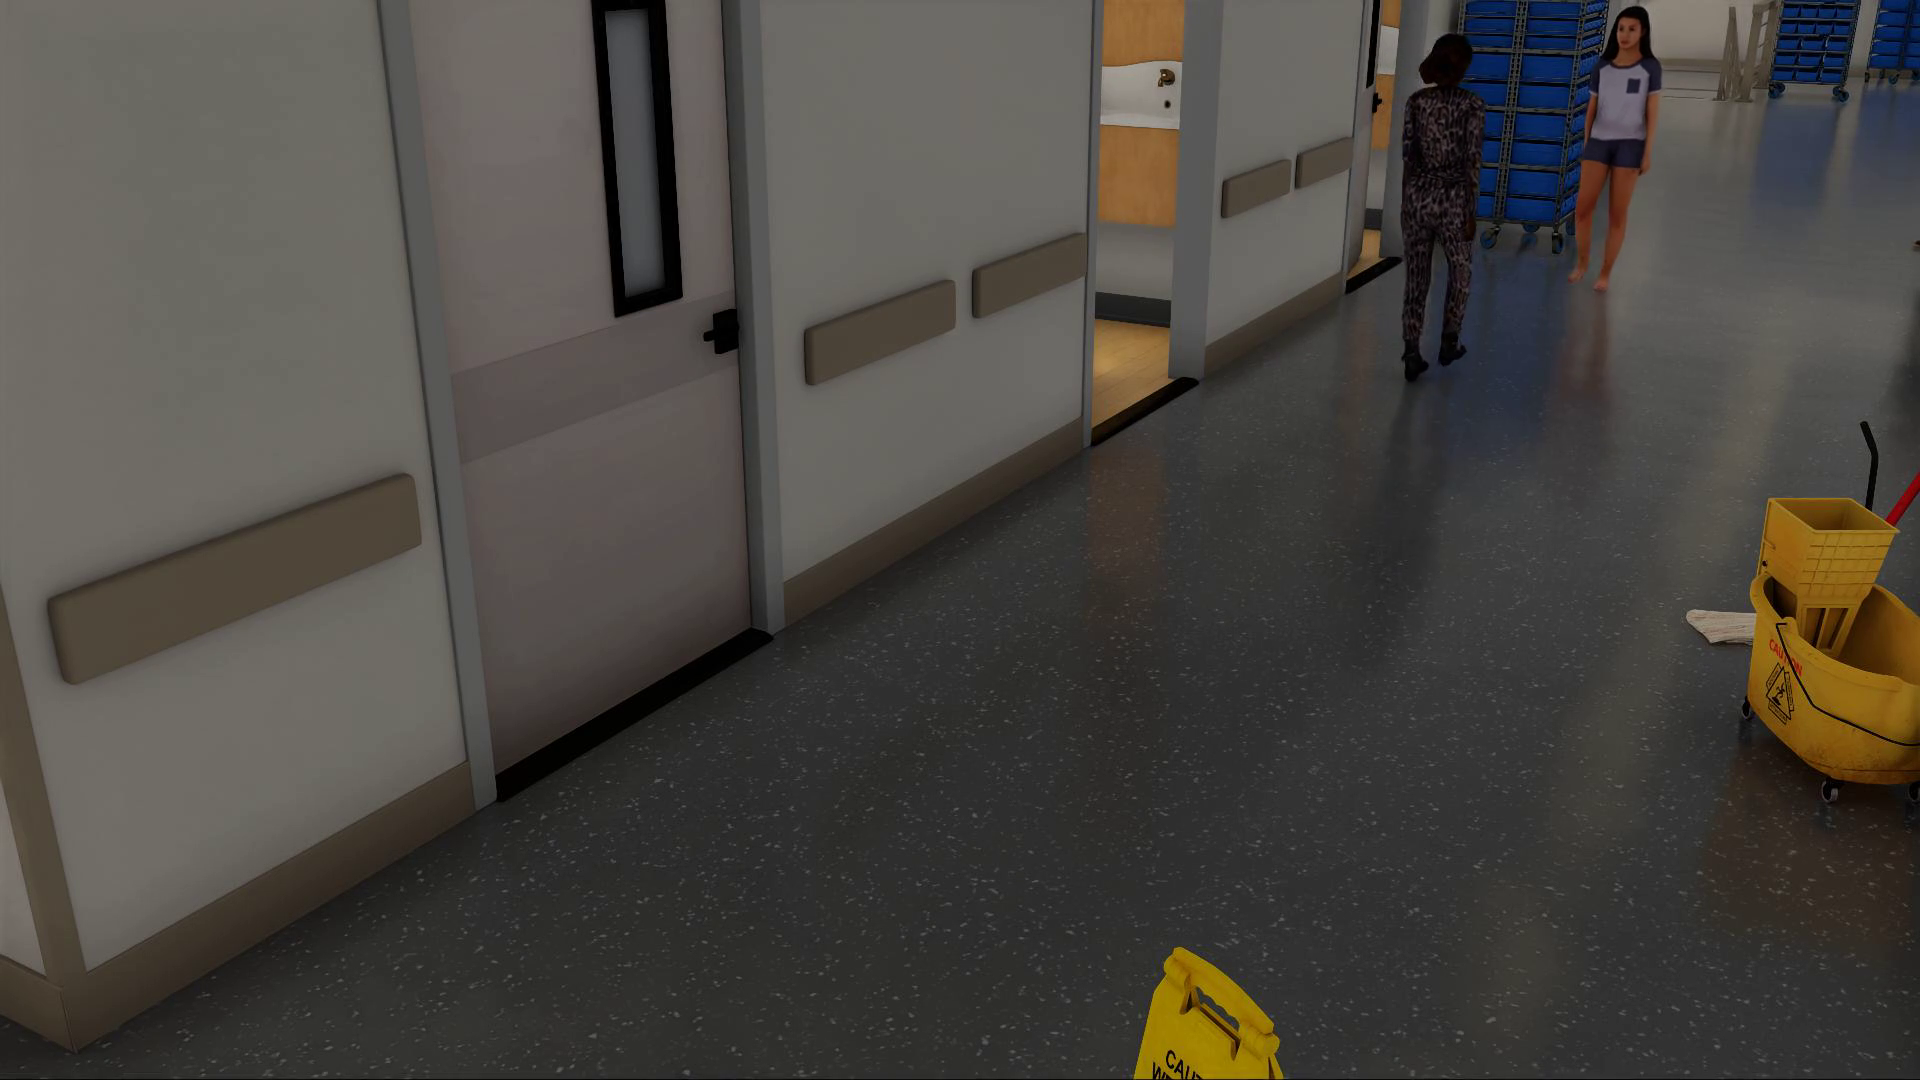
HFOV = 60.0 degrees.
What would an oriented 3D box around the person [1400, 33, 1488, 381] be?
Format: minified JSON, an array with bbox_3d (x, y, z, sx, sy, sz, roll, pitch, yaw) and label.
[{"bbox_3d":[2.356,-1.636,8.327,0.619,1.699,0.815,14,25,32],"label":"person"}]

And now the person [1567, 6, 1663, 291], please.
[{"bbox_3d":[4.116,-2.431,10.393,0.585,1.723,0.562,11,23,26],"label":"person"}]
